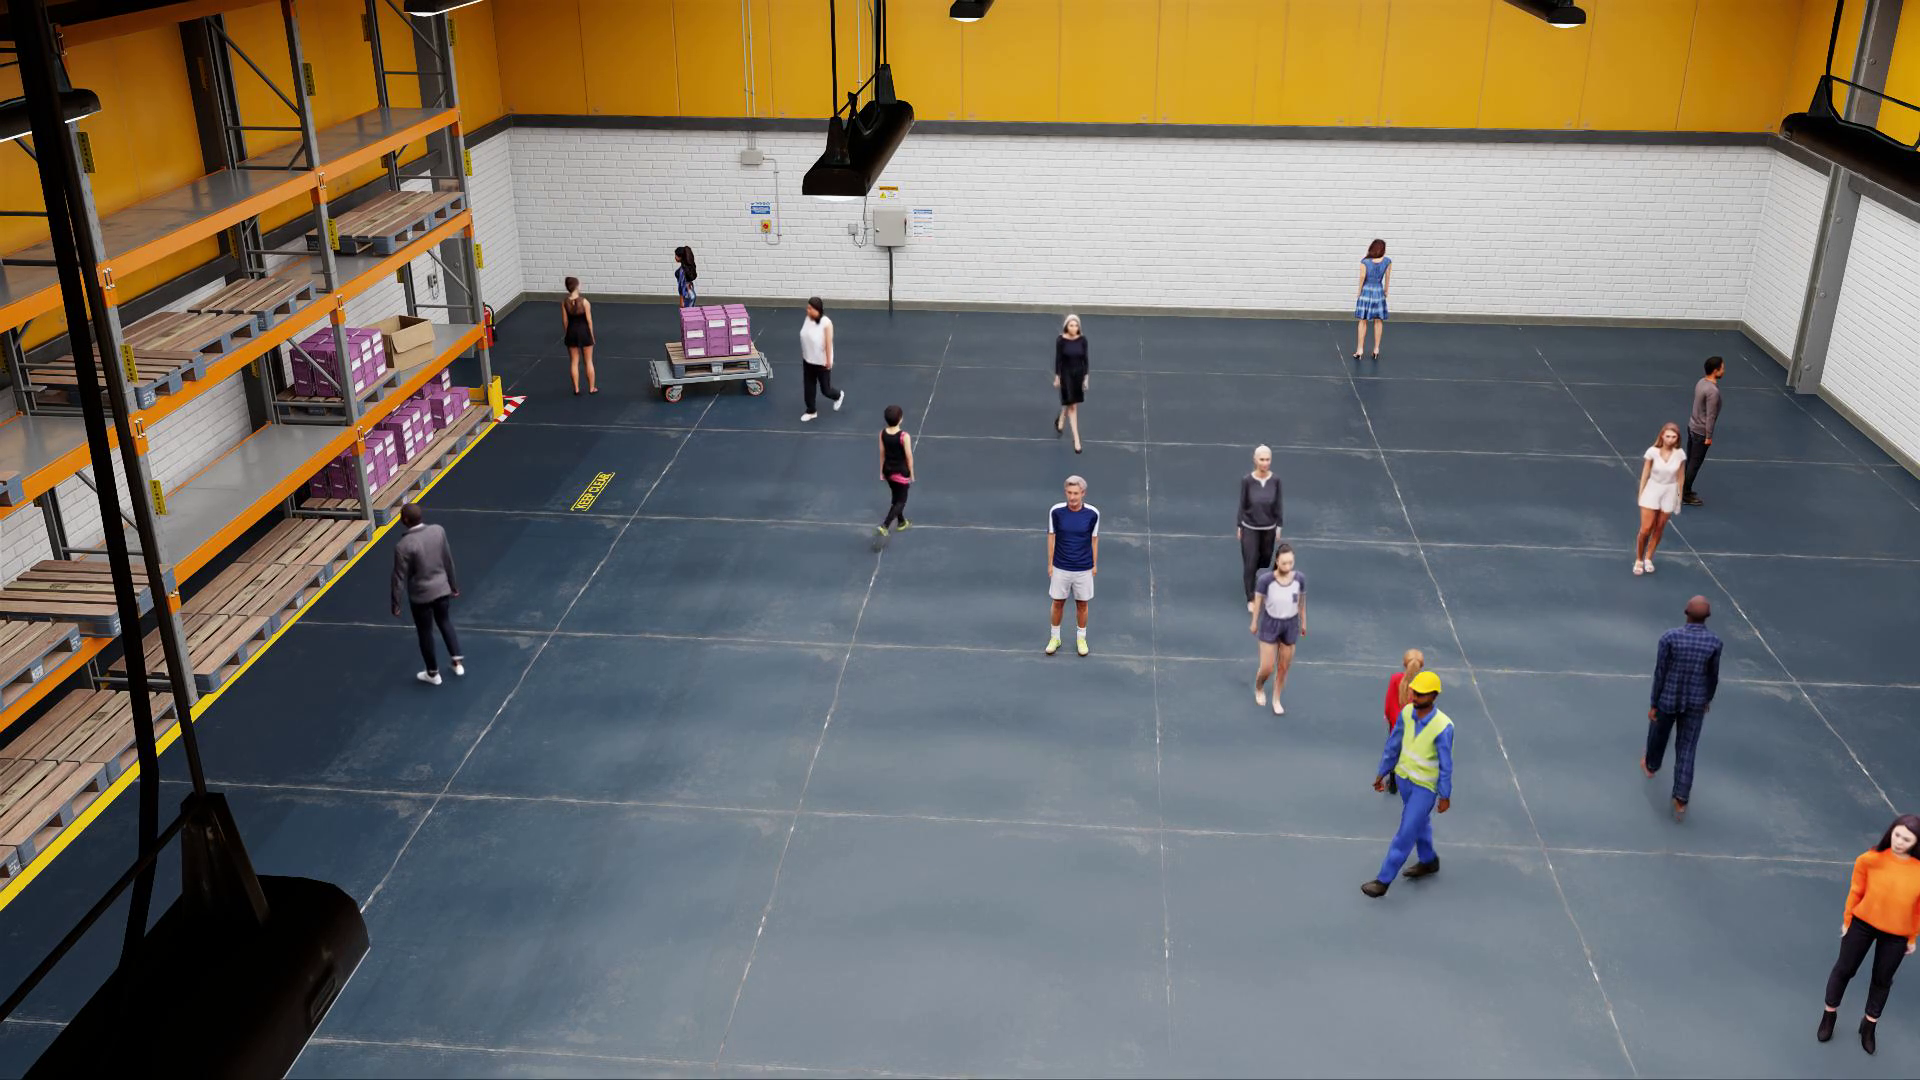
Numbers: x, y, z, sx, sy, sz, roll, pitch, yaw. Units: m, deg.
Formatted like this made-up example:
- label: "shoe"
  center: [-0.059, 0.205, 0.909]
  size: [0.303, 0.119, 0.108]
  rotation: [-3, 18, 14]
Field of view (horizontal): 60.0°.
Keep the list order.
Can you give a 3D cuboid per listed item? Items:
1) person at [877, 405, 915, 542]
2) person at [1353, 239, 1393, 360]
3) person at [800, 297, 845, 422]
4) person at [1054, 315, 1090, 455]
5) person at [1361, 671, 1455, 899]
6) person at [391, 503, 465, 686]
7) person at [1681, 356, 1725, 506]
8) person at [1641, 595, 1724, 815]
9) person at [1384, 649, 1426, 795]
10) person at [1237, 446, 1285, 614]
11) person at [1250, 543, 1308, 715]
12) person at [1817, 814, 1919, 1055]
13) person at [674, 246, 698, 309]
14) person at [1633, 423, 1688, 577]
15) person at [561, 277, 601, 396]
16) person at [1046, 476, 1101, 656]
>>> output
- label: "person"
  center: [-0.735, -0.727, 18.428]
  size: [0.848, 1.529, 1.053]
  rotation: [15, 28, 30]
- label: "person"
  center: [6.086, -3.559, 24.564]
  size: [0.703, 1.804, 0.620]
  rotation: [-2, 24, -4]
- label: "person"
  center: [-1.863, -2.422, 22.128]
  size: [0.928, 1.670, 1.009]
  rotation: [21, 31, 40]
- label: "person"
  center: [1.400, -2.028, 21.198]
  size: [0.854, 1.694, 1.245]
  rotation: [-6, 24, -12]
- label: "person"
  center: [3.478, 1.785, 12.370]
  size: [1.122, 1.778, 1.153]
  rotation: [-13, 27, -26]
- label: "person"
  center: [-4.838, 0.511, 15.243]
  size: [0.943, 1.812, 0.835]
  rotation: [20, 31, 38]
- label: "person"
  center: [8.636, -1.291, 19.422]
  size: [0.702, 1.765, 0.466]
  rotation: [-10, 25, -21]
- label: "person"
  center: [5.829, 1.346, 13.384]
  size: [0.751, 1.771, 1.196]
  rotation: [5, 24, 11]
- label: "person"
  center: [3.656, 1.510, 13.635]
  size: [0.511, 1.269, 0.549]
  rotation: [4, 24, 9]
- label: "person"
  center: [3.026, -0.166, 16.925]
  size: [0.711, 1.705, 1.018]
  rotation: [-1, 24, -3]
- label: "person"
  center: [2.828, 0.764, 14.882]
  size: [0.680, 1.637, 0.670]
  rotation: [-5, 24, -10]
- label: "person"
  center: [5.939, 2.511, 10.747]
  size: [0.695, 1.749, 0.683]
  rotation: [12, 26, 25]
- label: "person"
  center: [-4.086, -3.623, 24.942]
  size: [0.655, 1.619, 0.470]
  rotation: [2, 24, 4]
- label: "person"
  center: [7.420, -0.476, 17.662]
  size: [0.603, 1.682, 0.675]
  rotation: [4, 24, 9]
- label: "person"
  center: [-5.291, -2.831, 23.055]
  size: [0.574, 1.679, 0.563]
  rotation: [1, 24, 2]
- label: "person"
  center: [1.074, 0.226, 15.863]
  size: [0.626, 1.838, 0.533]
  rotation: [3, 24, 6]
